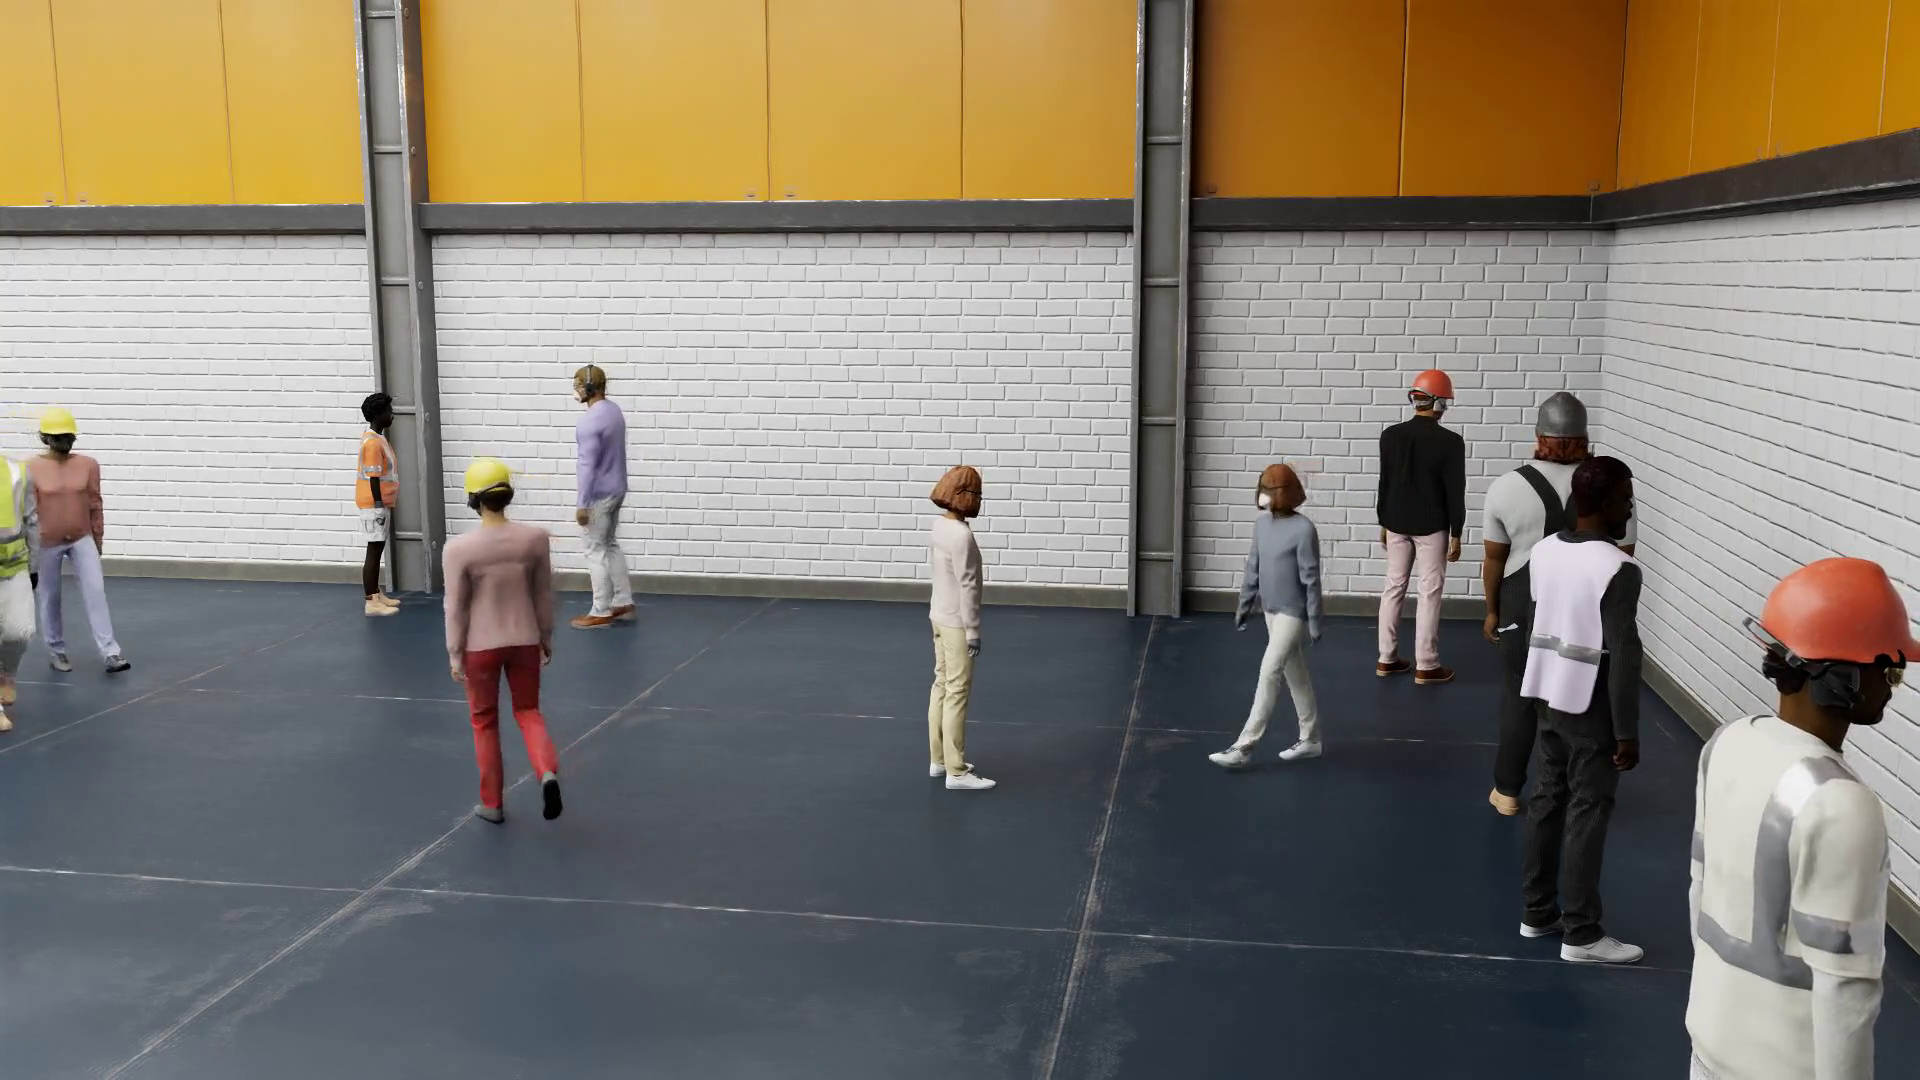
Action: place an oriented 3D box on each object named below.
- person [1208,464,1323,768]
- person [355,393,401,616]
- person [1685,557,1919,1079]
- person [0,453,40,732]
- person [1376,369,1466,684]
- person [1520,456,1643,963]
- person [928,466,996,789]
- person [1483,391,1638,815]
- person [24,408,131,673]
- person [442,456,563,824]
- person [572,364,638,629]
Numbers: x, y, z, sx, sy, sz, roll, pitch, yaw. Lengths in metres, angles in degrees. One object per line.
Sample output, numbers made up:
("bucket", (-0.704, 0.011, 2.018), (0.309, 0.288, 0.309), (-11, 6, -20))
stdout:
("person", (1.601, 0.402, 8.712), (0.812, 1.591, 0.519), (-4, 10, -21))
("person", (-4.415, -0.272, 12.614), (0.321, 1.691, 0.532), (-3, 10, -16))
("person", (1.701, 1.043, 3.405), (0.391, 2.045, 0.608), (0, 9, 3))
("person", (-5.571, 0.167, 9.484), (0.506, 1.831, 0.630), (9, 13, 43))
("person", (2.929, -0.085, 10.545), (0.400, 1.986, 0.620), (-9, 13, -43))
("person", (2.353, 0.635, 6.309), (0.392, 1.919, 0.591), (-3, 10, -16))
("person", (-0.009, 0.436, 8.412), (0.284, 1.632, 0.498), (-3, 10, -18))
("person", (2.826, 0.310, 7.938), (0.683, 2.000, 0.538), (2, 9, 14))
("person", (-5.692, 0.029, 10.619), (0.848, 1.729, 0.537), (9, 13, 44))
("person", (-2.112, 0.488, 7.703), (0.538, 1.753, 0.558), (-7, 11, -36))
("person", (-2.619, -0.312, 12.097), (0.404, 1.930, 0.657), (1, 9, 9))
